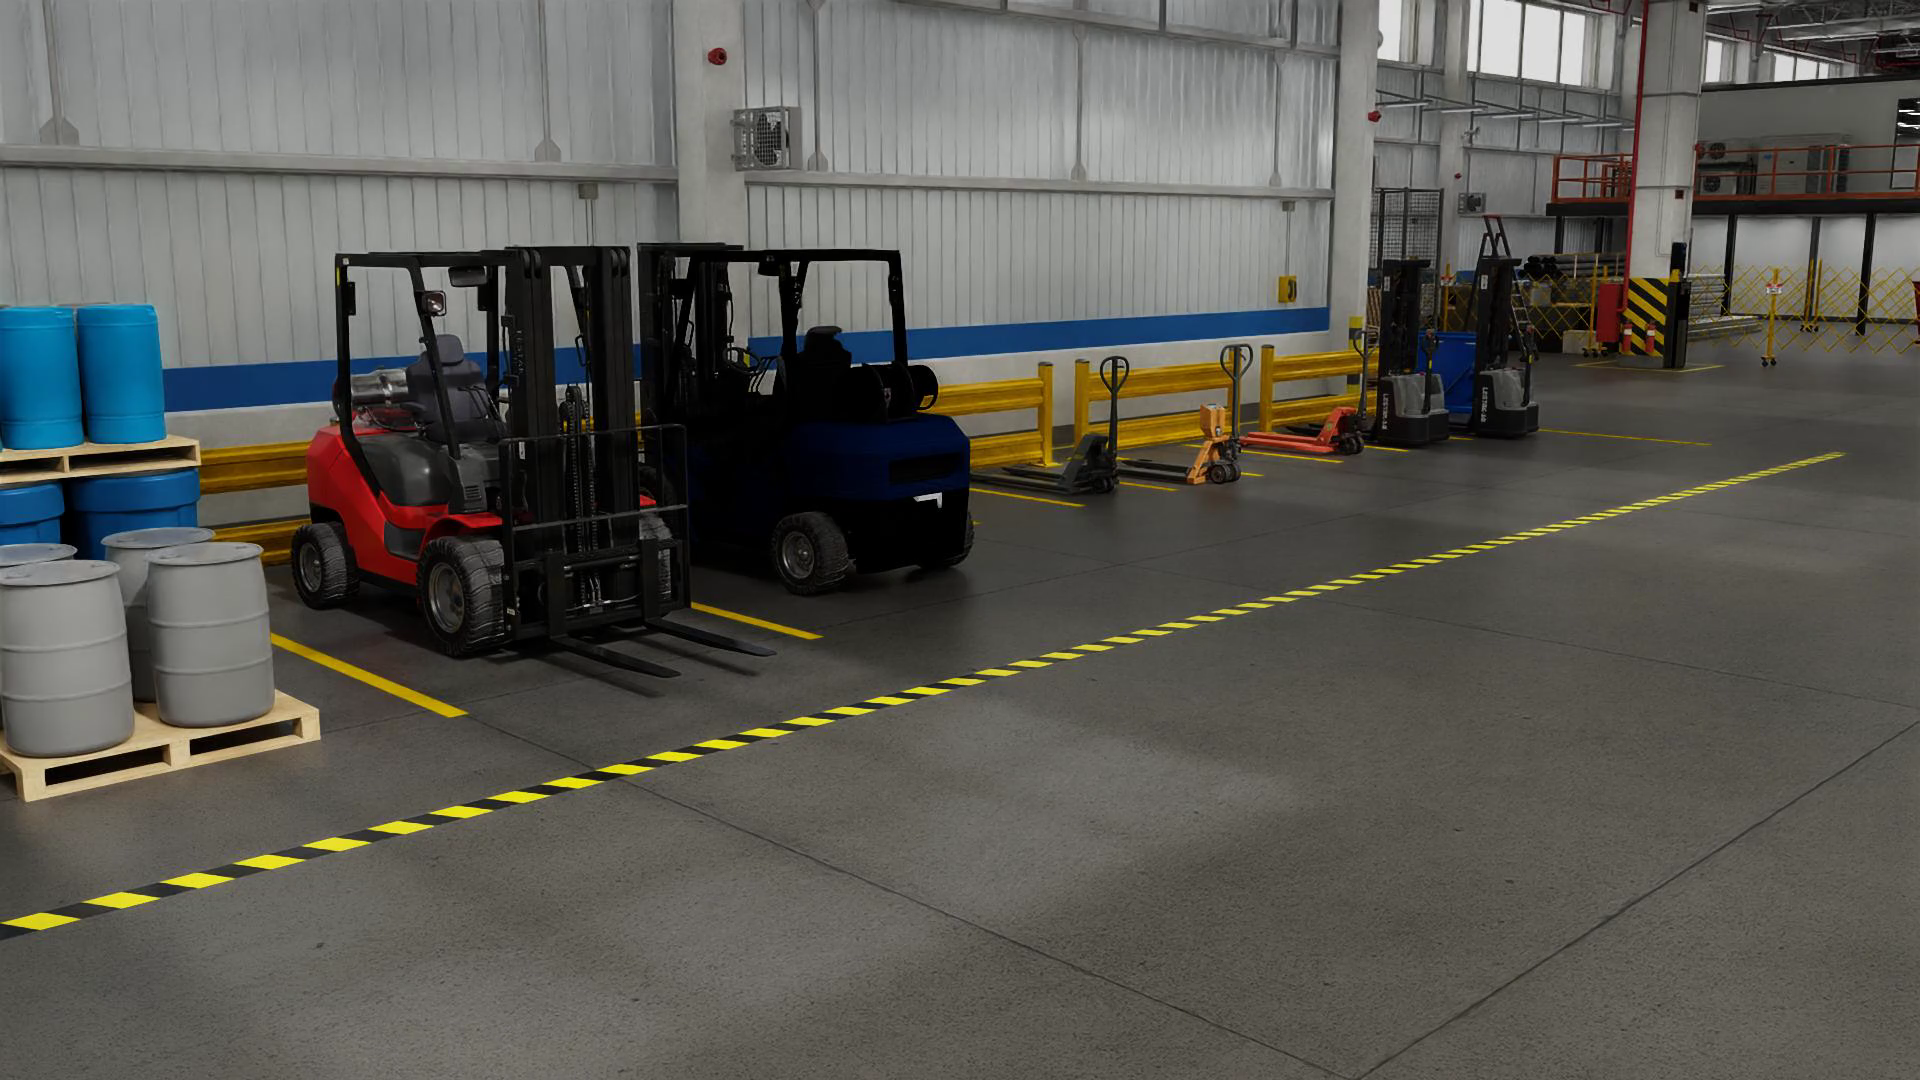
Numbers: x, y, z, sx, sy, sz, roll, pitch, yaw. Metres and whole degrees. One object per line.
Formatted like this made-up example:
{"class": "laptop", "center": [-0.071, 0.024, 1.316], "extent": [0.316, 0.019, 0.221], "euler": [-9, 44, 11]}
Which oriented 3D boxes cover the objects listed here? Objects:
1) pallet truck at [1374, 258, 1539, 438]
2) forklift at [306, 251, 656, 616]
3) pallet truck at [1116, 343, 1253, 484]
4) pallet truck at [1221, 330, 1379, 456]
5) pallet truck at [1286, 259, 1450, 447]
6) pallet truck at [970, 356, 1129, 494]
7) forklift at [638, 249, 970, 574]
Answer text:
{"class": "pallet truck", "center": [5.704, -2.208, 18.901], "extent": [1.885, 1.965, 0.823], "euler": [10, 14, 43]}
{"class": "forklift", "center": [-2.833, -0.669, 9.694], "extent": [1.157, 1.987, 2.680], "euler": [-10, 14, -44]}
{"class": "pallet truck", "center": [1.962, -1.215, 15.415], "extent": [1.522, 1.261, 0.704], "euler": [10, 14, 43]}
{"class": "pallet truck", "center": [3.563, -1.581, 17.381], "extent": [0.653, 1.274, 1.630], "euler": [-10, 14, -44]}
{"class": "pallet truck", "center": [4.493, -2.078, 18.196], "extent": [0.823, 1.965, 1.885], "euler": [-9, 14, -40]}
{"class": "pallet truck", "center": [0.784, -1.085, 14.876], "extent": [0.680, 1.201, 1.601], "euler": [-10, 14, -44]}
{"class": "forklift", "center": [-1.173, -0.958, 11.239], "extent": [2.680, 1.987, 1.157], "euler": [10, 14, 43]}
